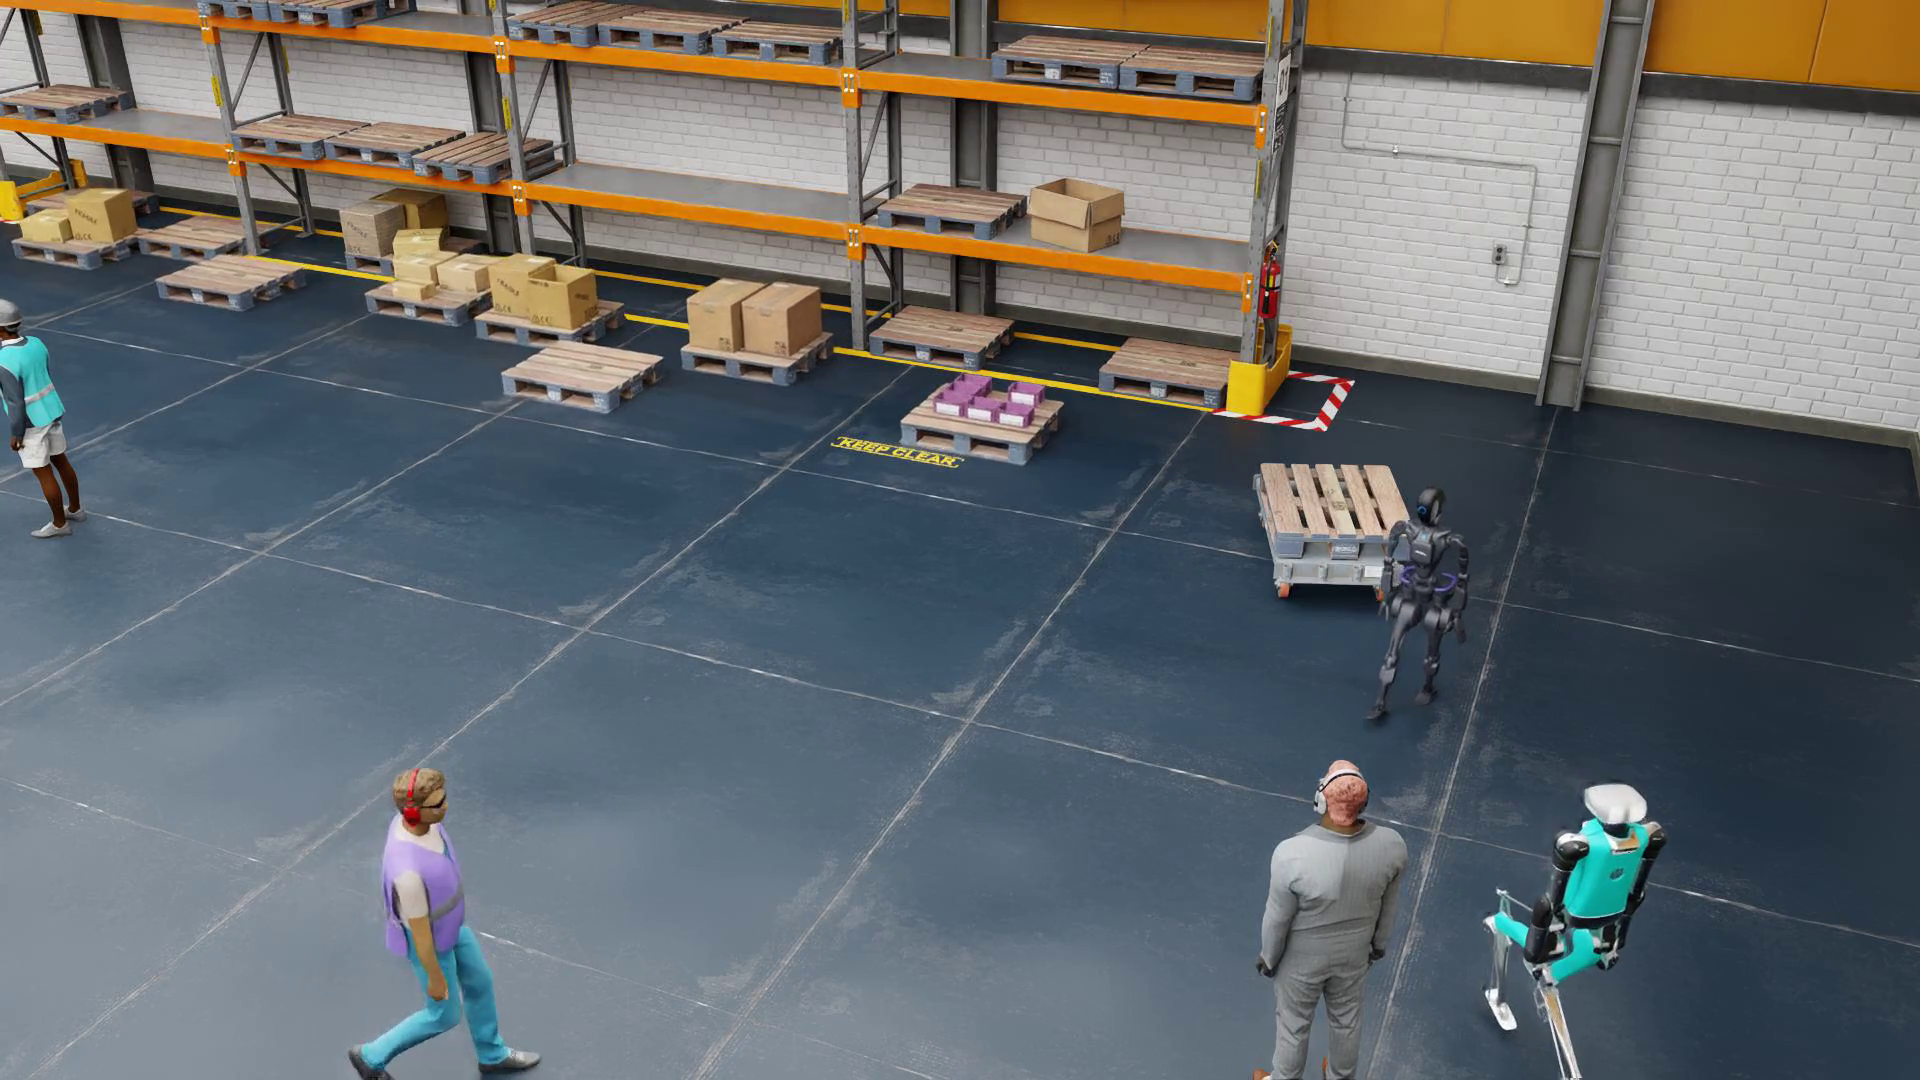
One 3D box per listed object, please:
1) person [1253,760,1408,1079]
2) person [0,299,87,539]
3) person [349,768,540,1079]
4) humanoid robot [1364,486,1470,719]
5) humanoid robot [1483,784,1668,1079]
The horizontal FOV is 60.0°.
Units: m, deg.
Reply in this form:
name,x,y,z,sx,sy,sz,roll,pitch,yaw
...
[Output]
name,x,y,z,sx,sy,sz,roll,pitch,yaw
person,1.657,1.830,7.599,0.649,1.907,0.413,-6,28,-11
person,-7.188,-0.946,12.944,0.419,1.940,0.547,1,27,2
person,-2.472,1.829,7.687,0.791,1.811,0.570,-4,28,-7
humanoid robot,2.956,0.423,10.617,0.608,1.626,0.758,17,32,30
humanoid robot,2.821,1.783,7.914,0.543,1.752,1.043,-6,28,-12
